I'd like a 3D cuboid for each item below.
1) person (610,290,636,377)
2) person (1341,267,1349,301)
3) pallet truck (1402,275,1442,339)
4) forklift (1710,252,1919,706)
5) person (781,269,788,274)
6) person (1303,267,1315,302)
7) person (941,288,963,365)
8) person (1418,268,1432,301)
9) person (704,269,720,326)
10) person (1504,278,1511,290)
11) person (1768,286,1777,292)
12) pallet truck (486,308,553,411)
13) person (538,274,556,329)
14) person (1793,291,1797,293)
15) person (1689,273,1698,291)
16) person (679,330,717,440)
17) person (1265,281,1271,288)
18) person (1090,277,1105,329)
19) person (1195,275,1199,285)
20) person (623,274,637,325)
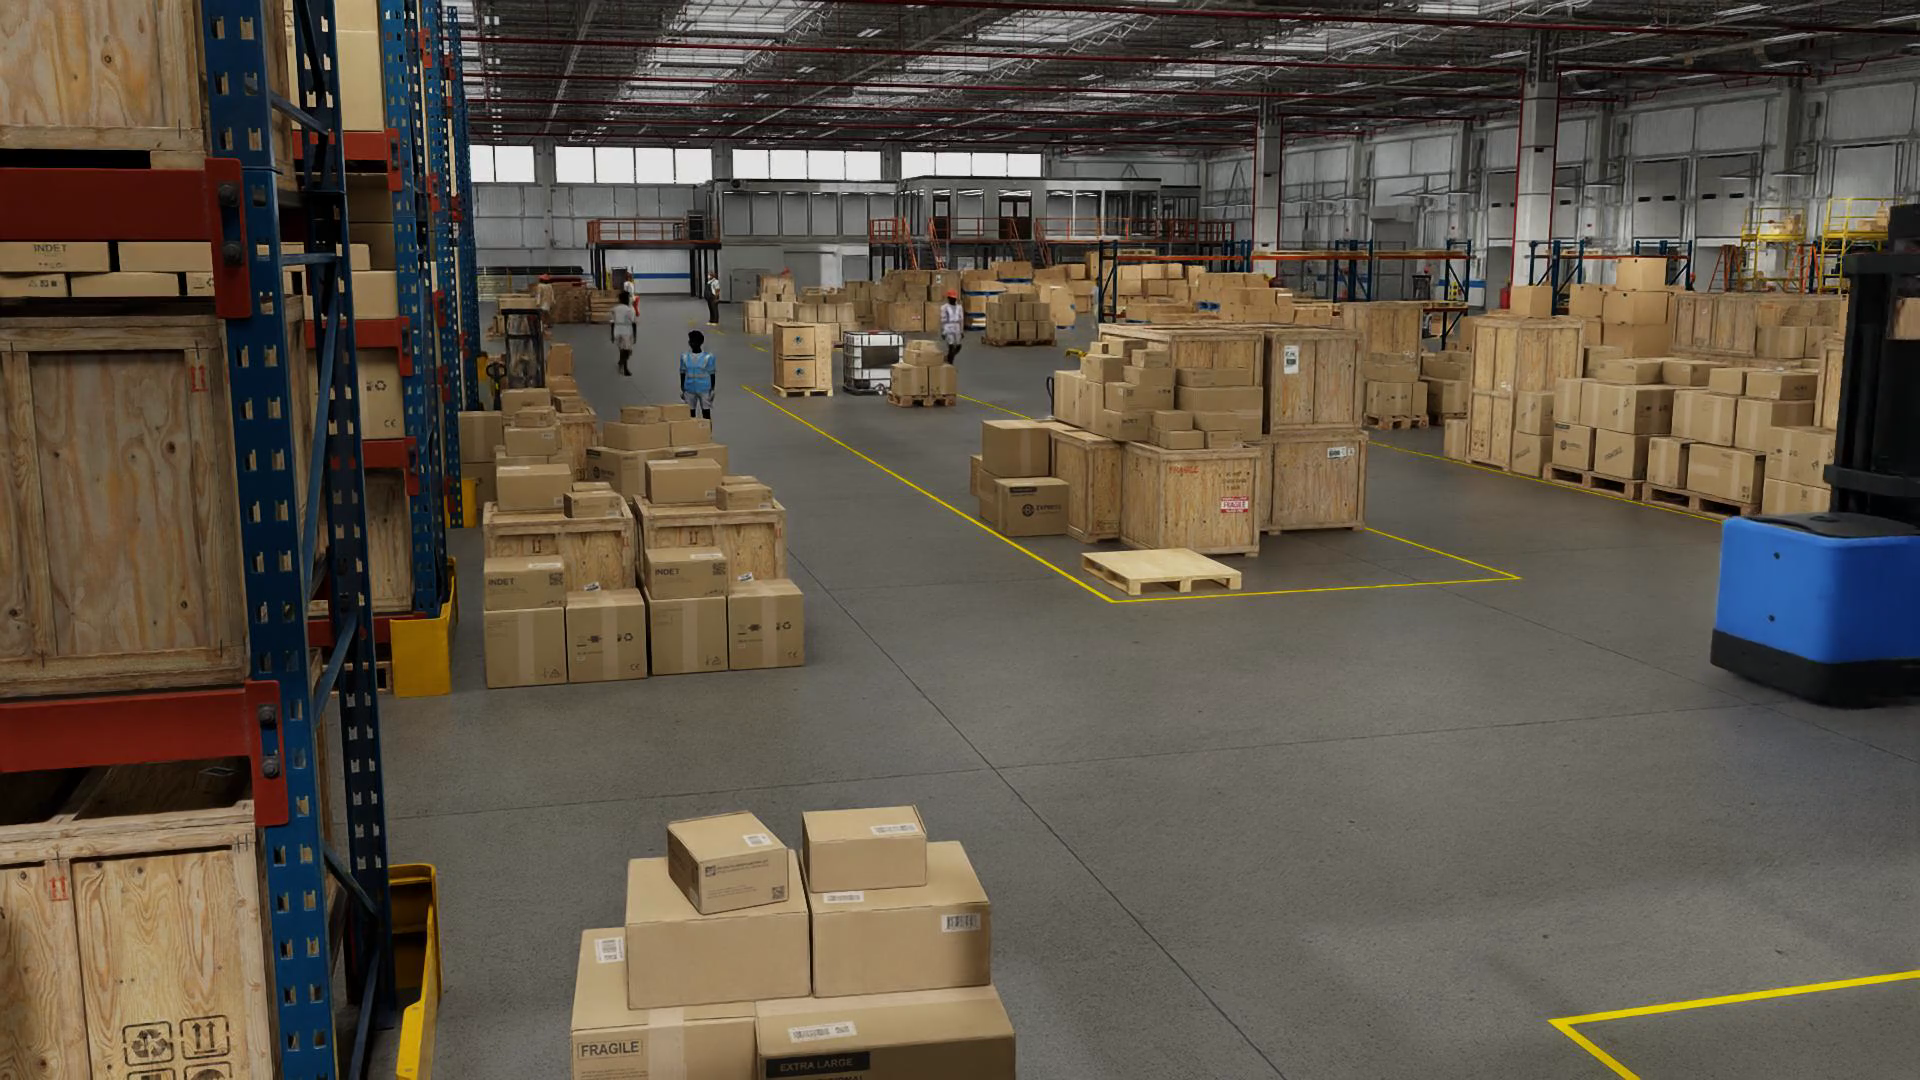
[{"bbox_3d":[-7.400,-4.513,36.431,0.620,1.931,0.715,3,10,16],"label":"person"},{"bbox_3d":[16.925,-10.909,72.576,0.496,1.957,0.739,-3,10,-17],"label":"person"},{"bbox_3d":[14.620,-7.324,52.145,0.823,1.965,1.885,8,13,40],"label":"pallet truck"},{"bbox_3d":[6.056,-0.454,10.743,1.873,2.768,1.129,-3,10,-15],"label":"forklift"},{"bbox_3d":[-6.794,-9.525,64.657,0.609,1.991,1.037,-3,10,-17],"label":"person"},{"bbox_3d":[16.517,-11.915,78.382,0.960,1.898,0.618,2,10,10],"label":"person"},{"bbox_3d":[-0.183,-4.769,37.891,0.562,1.918,0.463,-5,11,-26],"label":"person"},{"bbox_3d":[21.156,-11.434,75.681,0.563,1.894,0.921,1,10,4],"label":"person"},{"bbox_3d":[-8.999,-8.770,60.209,0.536,2.000,0.672,-7,12,-33],"label":"person"},{"bbox_3d":[19.890,-8.644,60.330,0.532,1.747,0.719,-4,11,-23],"label":"person"},{"bbox_3d":[21.545,-5.891,44.515,0.598,1.842,0.965,-5,11,-28],"label":"person"},{"bbox_3d":[-6.242,-2.418,24.362,0.823,1.965,1.885,1,10,3],"label":"pallet truck"},{"bbox_3d":[-14.274,-8.257,57.690,0.902,1.900,0.574,9,13,40],"label":"person"},{"bbox_3d":[18.250,-4.502,36.478,0.633,1.898,1.010,1,10,8],"label":"person"},{"bbox_3d":[23.976,-7.754,54.651,0.413,1.982,0.648,2,10,12],"label":"person"},{"bbox_3d":[-3.694,-2.108,23.450,0.538,1.698,0.320,2,10,10],"label":"person"},{"bbox_3d":[9.545,-7.105,51.424,0.632,1.819,0.802,-7,12,-34],"label":"person"},{"bbox_3d":[4.703,-8.067,56.790,0.515,1.851,0.675,-1,10,-8],"label":"person"},{"bbox_3d":[9.252,-9.300,63.789,0.625,1.840,0.430,6,12,30],"label":"person"},{"bbox_3d":[-12.101,-8.819,60.953,0.429,1.870,0.686,-8,13,-38],"label":"person"}]
